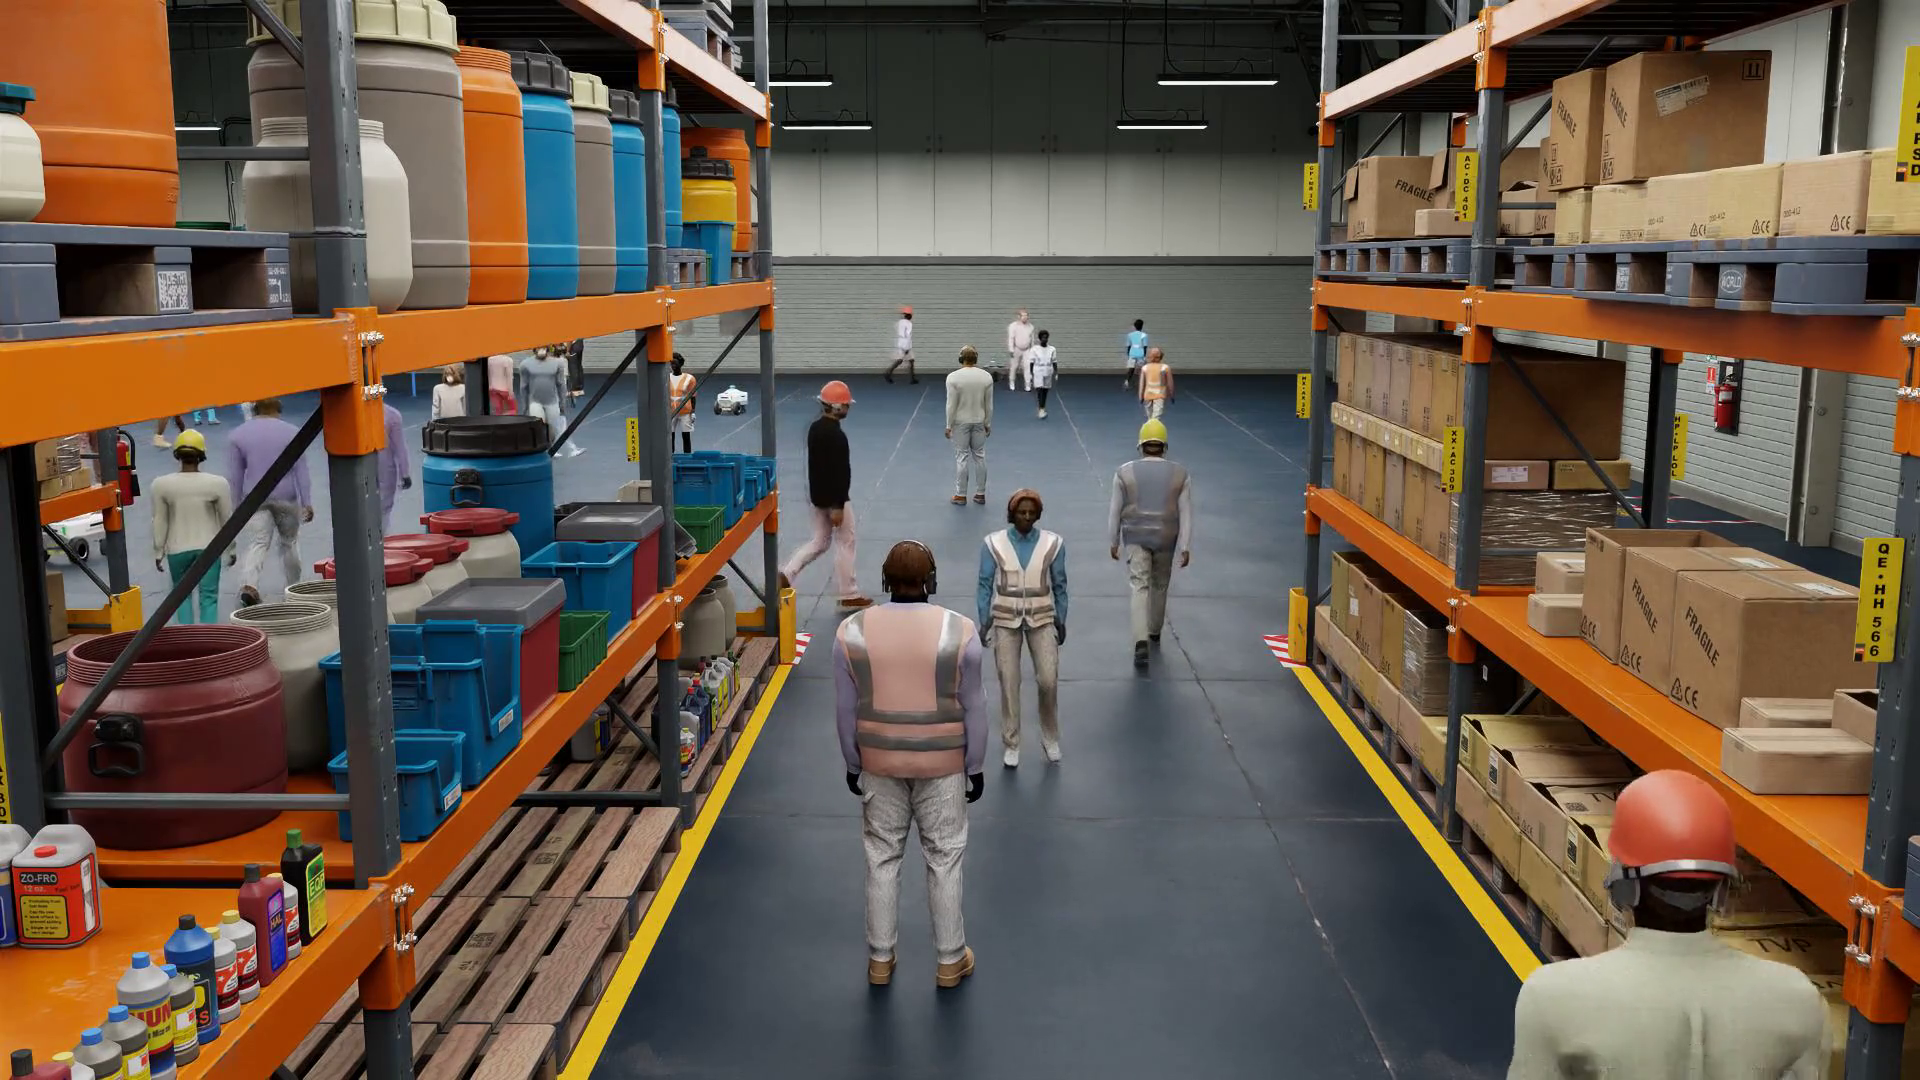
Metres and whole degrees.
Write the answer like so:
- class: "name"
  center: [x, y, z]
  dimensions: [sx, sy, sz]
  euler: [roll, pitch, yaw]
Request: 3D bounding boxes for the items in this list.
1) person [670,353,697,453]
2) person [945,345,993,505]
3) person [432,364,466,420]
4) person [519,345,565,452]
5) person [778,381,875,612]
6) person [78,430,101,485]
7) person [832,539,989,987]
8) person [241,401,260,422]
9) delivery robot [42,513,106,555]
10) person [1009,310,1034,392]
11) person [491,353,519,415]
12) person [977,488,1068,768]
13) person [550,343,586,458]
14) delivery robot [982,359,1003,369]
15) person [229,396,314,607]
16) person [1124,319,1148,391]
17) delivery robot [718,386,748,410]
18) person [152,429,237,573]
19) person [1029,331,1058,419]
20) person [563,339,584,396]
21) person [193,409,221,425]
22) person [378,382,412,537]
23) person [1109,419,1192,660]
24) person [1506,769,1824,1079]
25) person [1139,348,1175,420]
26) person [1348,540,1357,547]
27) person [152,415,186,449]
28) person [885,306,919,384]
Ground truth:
- class: "person"
  center: [-3.954, -1.779, 23.326]
  dimensions: [0.533, 1.697, 0.322]
  euler: [1, 10, 4]
- class: "person"
  center: [0.105, -1.413, 20.410]
  dimensions: [0.638, 1.938, 0.357]
  euler: [-5, 11, -26]
- class: "person"
  center: [-6.820, -1.577, 22.409]
  dimensions: [0.499, 1.598, 0.817]
  euler: [1, 9, 4]
- class: "person"
  center: [-5.924, -1.935, 23.605]
  dimensions: [0.633, 1.921, 0.690]
  euler: [-4, 10, -22]
- class: "person"
  center: [-1.161, -0.361, 14.038]
  dimensions: [0.812, 1.968, 0.619]
  euler: [-6, 11, -31]
- class: "person"
  center: [-11.298, -1.561, 21.507]
  dimensions: [0.637, 1.878, 0.913]
  euler: [-5, 11, -26]
- class: "person"
  center: [-0.191, 0.909, 6.797]
  dimensions: [0.627, 1.844, 0.429]
  euler: [1, 10, 8]
- class: "person"
  center: [-11.759, -2.597, 27.720]
  dimensions: [0.607, 1.867, 0.412]
  euler: [-2, 10, -10]
- class: "delivery robot"
  center: [-8.860, -0.113, 16.614]
  dimensions: [0.477, 0.478, 0.707]
  euler: [1, 10, 8]
- class: "person"
  center: [1.404, -4.379, 38.418]
  dimensions: [0.653, 1.869, 0.967]
  euler: [-3, 10, -15]
- class: "person"
  center: [-7.464, -2.446, 27.184]
  dimensions: [0.523, 1.752, 0.401]
  euler: [6, 11, 31]
- class: "person"
  center: [0.369, 0.510, 9.812]
  dimensions: [0.537, 1.636, 0.365]
  euler: [0, 9, 0]
- class: "person"
  center: [-5.968, -2.139, 25.076]
  dimensions: [0.913, 1.830, 0.554]
  euler: [4, 10, 24]
- class: "delivery robot"
  center: [0.816, -4.433, 41.711]
  dimensions: [0.335, 0.223, 0.699]
  euler: [6, 12, 34]
- class: "person"
  center: [-5.861, -0.334, 14.115]
  dimensions: [0.664, 1.897, 0.940]
  euler: [-2, 10, -9]
- class: "person"
  center: [4.022, -4.212, 38.014]
  dimensions: [0.536, 1.669, 0.777]
  euler: [5, 11, 28]
- class: "delivery robot"
  center: [-4.451, -2.781, 32.595]
  dimensions: [0.477, 0.478, 0.707]
  euler: [3, 10, 20]
- class: "person"
  center: [-5.563, 0.066, 12.129]
  dimensions: [0.548, 1.742, 0.654]
  euler: [-3, 10, -18]
- class: "person"
  center: [1.614, -3.101, 31.313]
  dimensions: [0.553, 1.659, 0.800]
  euler: [-3, 10, -20]
- class: "person"
  center: [-8.658, -4.212, 37.002]
  dimensions: [0.535, 2.000, 0.684]
  euler: [2, 10, 12]
- class: "person"
  center: [-13.821, -3.013, 30.277]
  dimensions: [0.565, 1.846, 0.390]
  euler: [0, 9, 0]
- class: "person"
  center: [-5.621, -0.658, 16.033]
  dimensions: [0.661, 1.887, 0.484]
  euler: [1, 10, 6]
- class: "person"
  center: [1.429, -0.014, 12.502]
  dimensions: [0.605, 1.791, 0.950]
  euler: [0, 9, 1]
- class: "person"
  center: [1.388, 1.433, 3.319]
  dimensions: [0.624, 1.962, 0.963]
  euler: [0, 9, -1]
- class: "person"
  center: [3.104, -2.233, 26.353]
  dimensions: [0.516, 1.596, 0.850]
  euler: [6, 11, 31]
- class: "person"
  center: [4.327, -0.797, 17.101]
  dimensions: [0.525, 1.809, 0.854]
  euler: [-5, 11, -27]
- class: "person"
  center: [-12.610, -2.457, 26.570]
  dimensions: [0.631, 1.984, 1.039]
  euler: [3, 10, 19]
- class: "person"
  center: [-1.396, -4.734, 40.415]
  dimensions: [0.867, 1.909, 0.550]
  euler: [-8, 12, -40]
